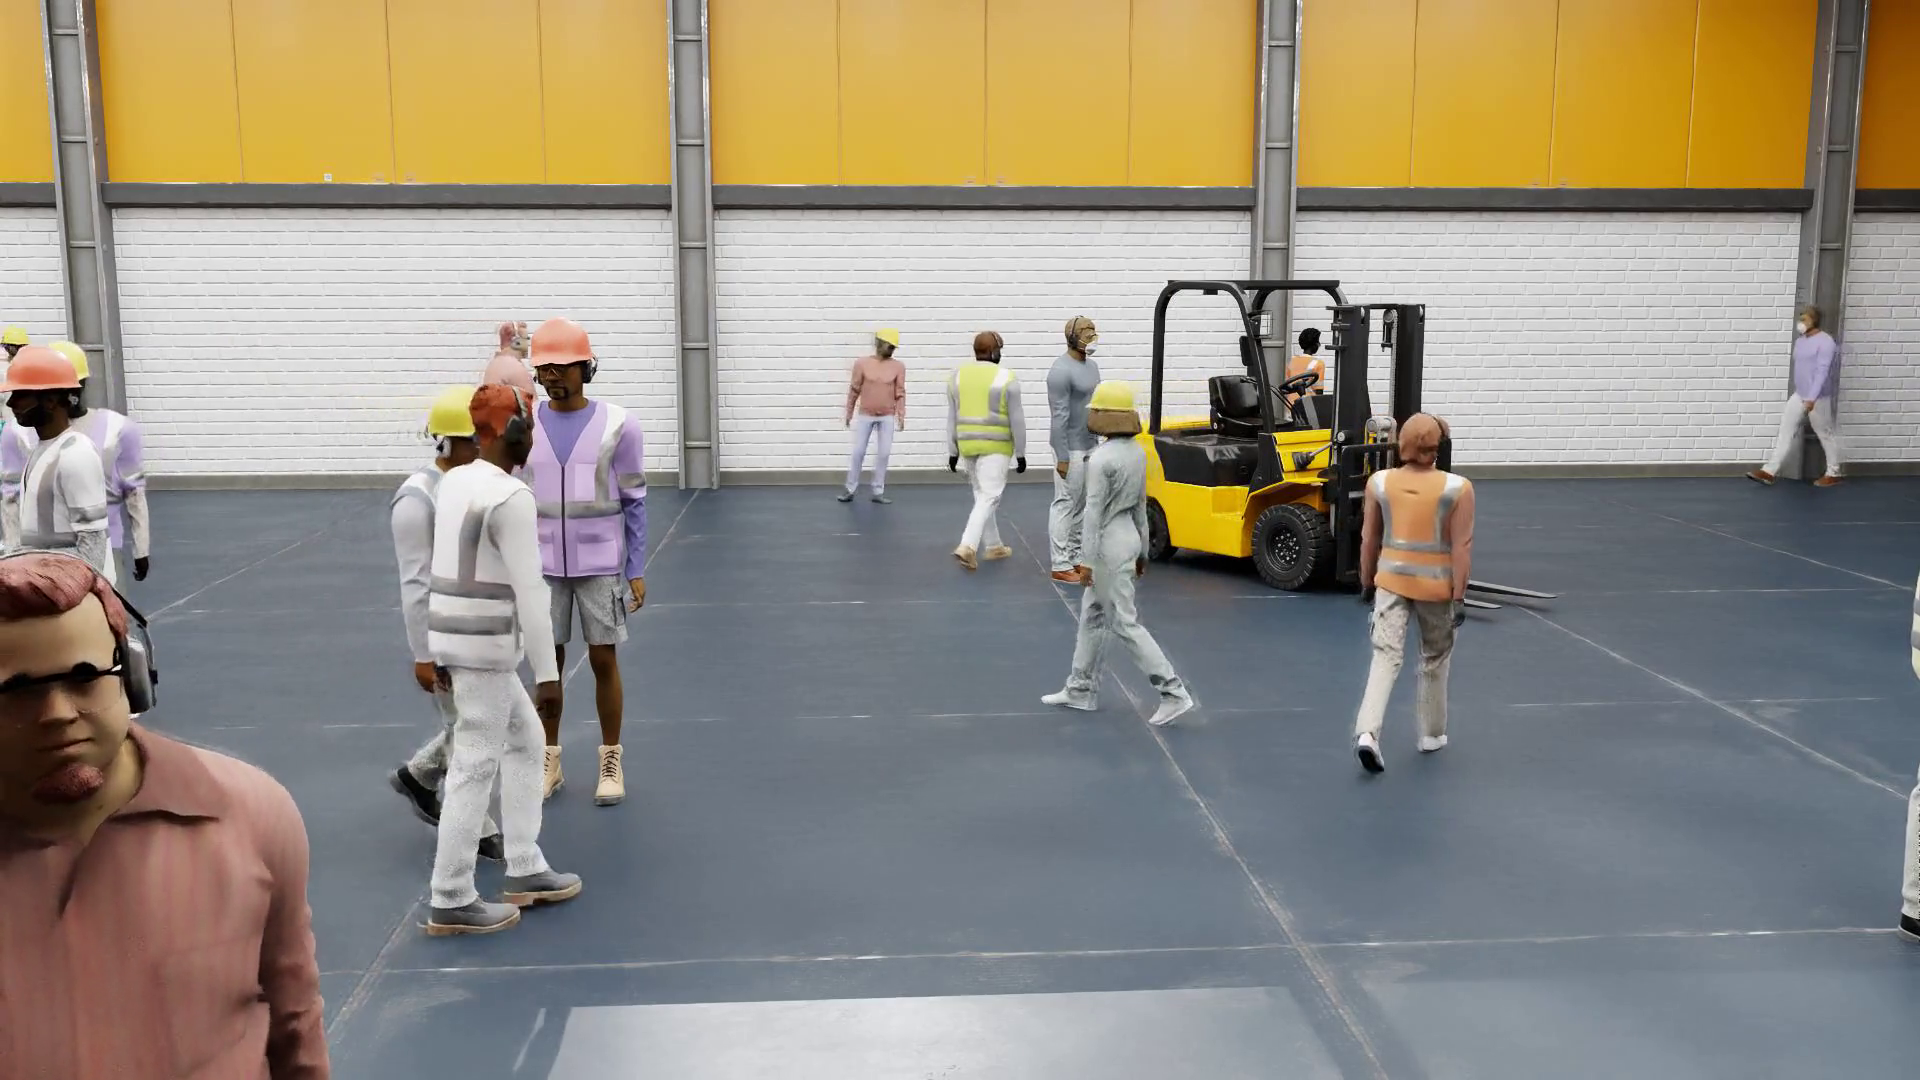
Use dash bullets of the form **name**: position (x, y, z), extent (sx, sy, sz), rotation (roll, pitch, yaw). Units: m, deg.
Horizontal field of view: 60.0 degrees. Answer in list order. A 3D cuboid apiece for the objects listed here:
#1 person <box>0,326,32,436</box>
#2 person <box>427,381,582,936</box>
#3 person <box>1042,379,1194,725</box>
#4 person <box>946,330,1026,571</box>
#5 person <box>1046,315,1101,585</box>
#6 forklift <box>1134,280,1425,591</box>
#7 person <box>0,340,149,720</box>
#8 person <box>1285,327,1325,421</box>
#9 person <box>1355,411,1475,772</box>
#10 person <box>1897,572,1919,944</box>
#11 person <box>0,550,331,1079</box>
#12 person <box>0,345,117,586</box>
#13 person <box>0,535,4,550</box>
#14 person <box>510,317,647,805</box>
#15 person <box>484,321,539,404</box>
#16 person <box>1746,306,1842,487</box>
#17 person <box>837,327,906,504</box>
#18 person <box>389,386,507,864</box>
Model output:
- **person**: position (-8.590, -1.077, 15.241), extent (0.384, 1.753, 0.524), rotation (2, 9, 15)
- **person**: position (-1.555, 0.395, 5.662), extent (0.692, 1.845, 0.695), rotation (-7, 11, -36)
- **person**: position (0.803, 0.055, 8.251), extent (0.853, 1.706, 0.495), rotation (5, 10, 30)
- **person**: position (0.178, -0.687, 12.625), extent (0.637, 1.809, 0.923), rotation (6, 11, 33)
- **person**: position (0.829, -0.641, 11.950), extent (0.364, 1.934, 0.630), rotation (5, 10, 29)
- **forklift**: position (2.301, -0.860, 12.475), extent (1.214, 2.155, 2.313), rotation (-6, 11, -35)
- **person**: position (-4.181, 0.012, 7.879), extent (0.613, 1.913, 0.547), rotation (-3, 10, -18)
- **person**: position (3.492, -1.301, 16.835), extent (0.321, 1.691, 0.532), rotation (-5, 10, -29)
- **person**: position (2.022, 0.228, 7.483), extent (0.523, 1.611, 0.801), rotation (6, 11, 32)
- **person**: position (3.353, 0.438, 5.461), extent (0.403, 1.830, 0.599), rotation (9, 13, 44)
- **person**: position (-1.111, 0.942, 2.110), extent (0.649, 1.891, 0.480), rotation (-6, 11, -35)
- **person**: position (-3.577, 0.197, 6.637), extent (0.369, 1.939, 0.542), rotation (-8, 12, -41)
- **person**: position (-7.920, -0.700, 13.285), extent (0.573, 1.622, 0.501), rotation (-6, 11, -32)
- **person**: position (-1.614, 0.102, 6.911), extent (0.615, 2.041, 0.387), rotation (0, 9, 0)
- **person**: position (-3.371, -0.757, 12.897), extent (0.994, 1.856, 0.647), rotation (-5, 10, -27)
- **person**: position (8.808, -1.481, 17.334), extent (1.013, 1.887, 0.647), rotation (-1, 9, -6)
- **person**: position (-0.829, -1.192, 16.036), extent (0.623, 1.721, 0.448), rotation (-2, 9, -13)
- **person**: position (-1.925, 0.322, 6.257), extent (0.583, 1.812, 0.626), rotation (2, 9, 15)
